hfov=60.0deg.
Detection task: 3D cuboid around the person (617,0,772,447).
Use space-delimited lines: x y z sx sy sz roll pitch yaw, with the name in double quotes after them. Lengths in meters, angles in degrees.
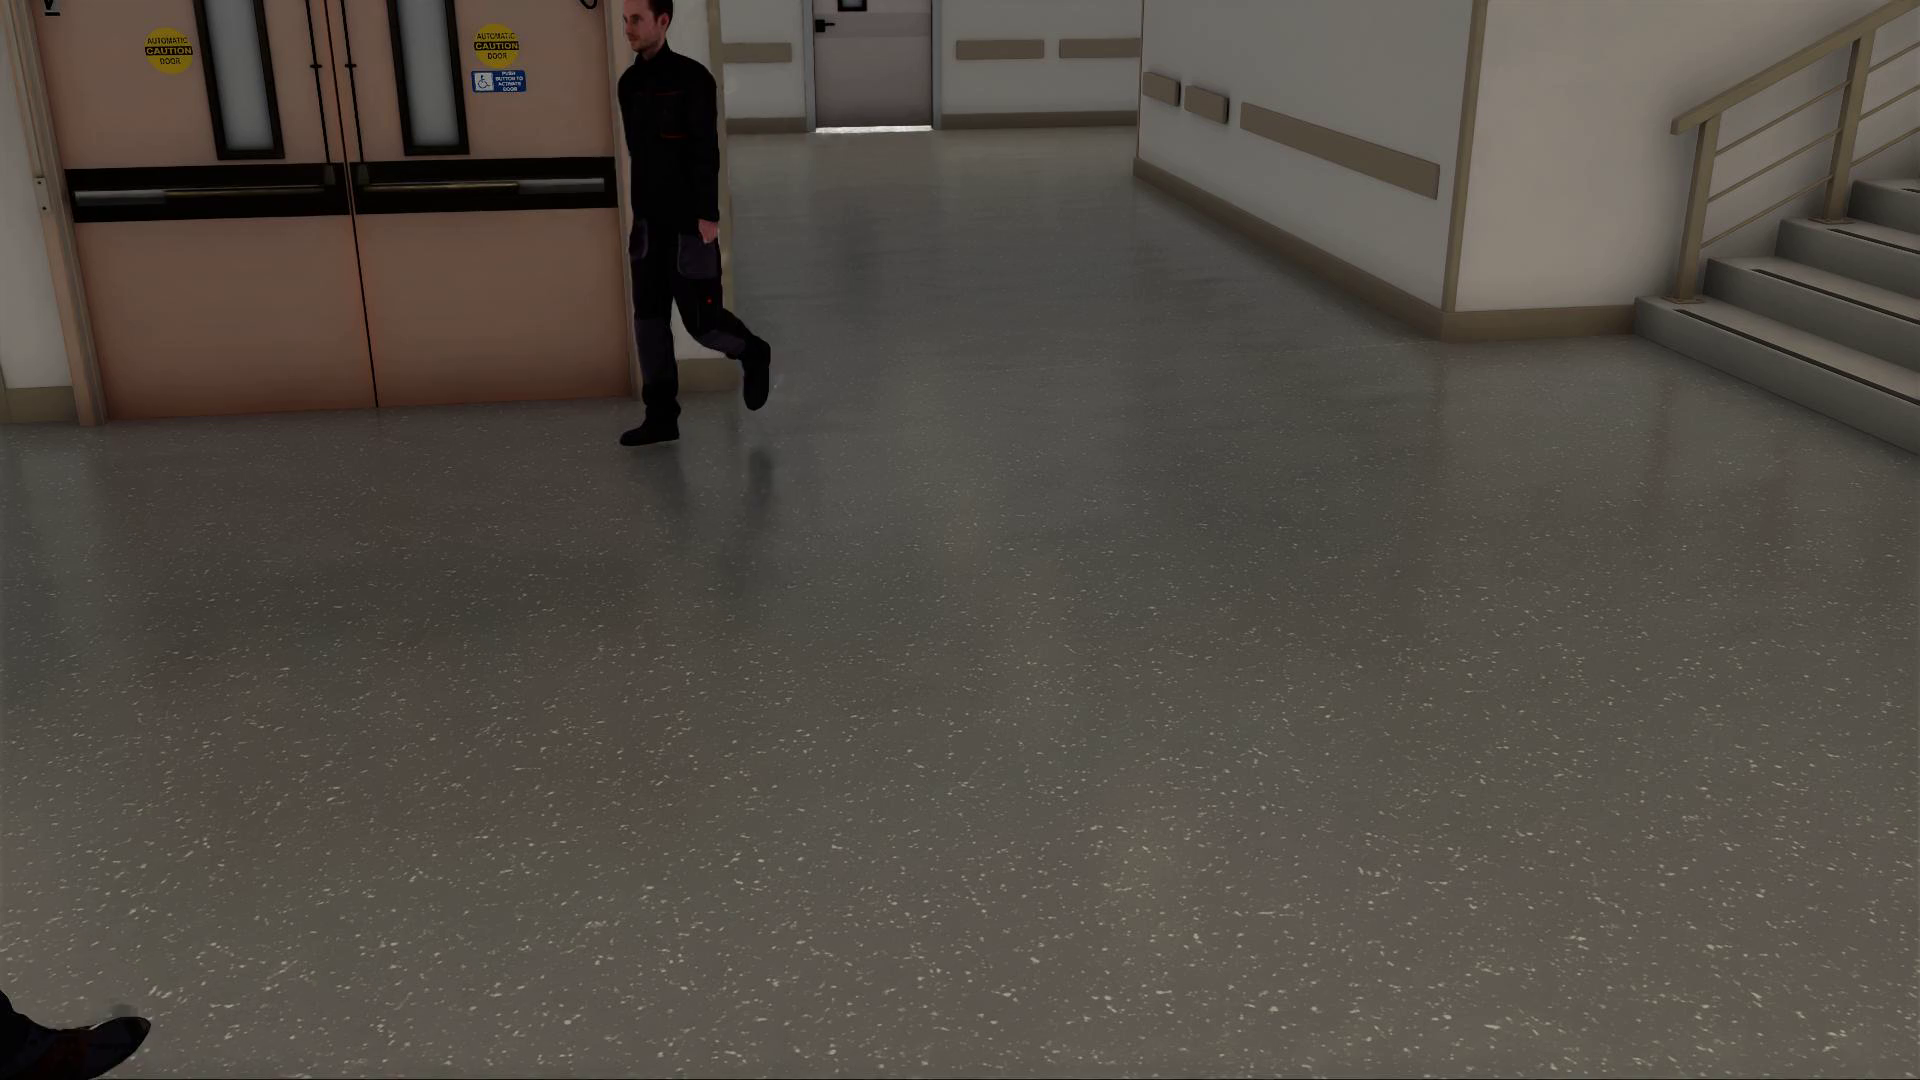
-1.143 -1.336 6.985 1.069 1.891 1.114 13 24 30 "person"
